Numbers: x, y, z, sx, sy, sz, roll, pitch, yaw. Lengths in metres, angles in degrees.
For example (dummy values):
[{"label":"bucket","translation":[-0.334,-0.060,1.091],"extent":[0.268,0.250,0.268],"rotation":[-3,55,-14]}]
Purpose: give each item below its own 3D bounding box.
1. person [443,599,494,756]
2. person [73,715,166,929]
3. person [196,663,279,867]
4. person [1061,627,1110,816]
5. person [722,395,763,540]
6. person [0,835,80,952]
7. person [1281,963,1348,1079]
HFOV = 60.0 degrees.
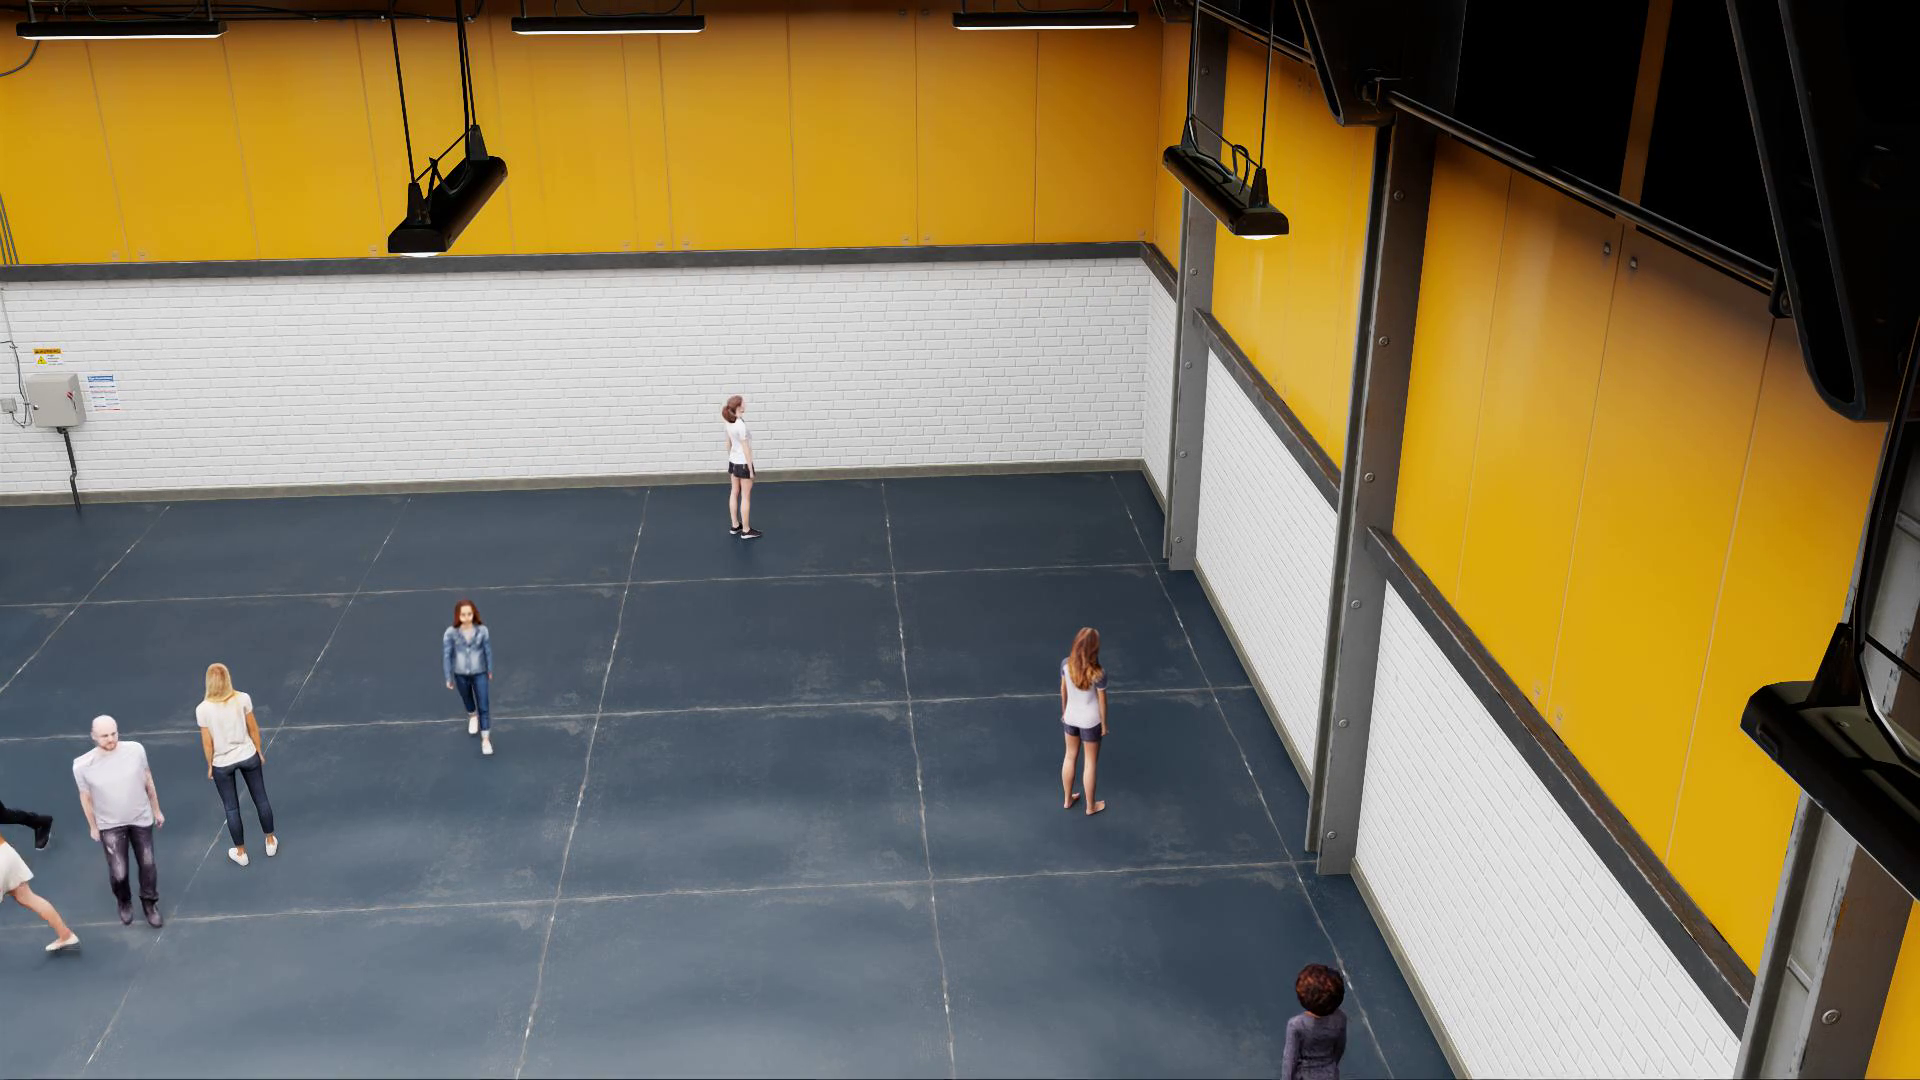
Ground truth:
[{"label":"person","translation":[-4.521,1.204,15.325],"extent":[0.689,1.440,1.037],"rotation":[-6,24,-14]},{"label":"person","translation":[-6.419,2.117,12.762],"extent":[0.811,1.821,0.854],"rotation":[-16,28,-33]},{"label":"person","translation":[-5.872,1.805,13.491],"extent":[0.663,1.809,0.669],"rotation":[-16,28,-33]},{"label":"person","translation":[1.045,1.540,14.192],"extent":[0.685,1.732,0.733],"rotation":[16,28,32]},{"label":"person","translation":[-2.604,-0.878,19.696],"extent":[0.734,1.753,0.663],"rotation":[-20,30,-38]},{"label":"person","translation":[-7.043,2.410,12.274],"extent":[0.767,1.675,1.078],"rotation":[0,24,1]},{"label":"person","translation":[2.171,3.381,10.069],"extent":[0.627,1.662,1.096],"rotation":[-4,24,-8]}]
